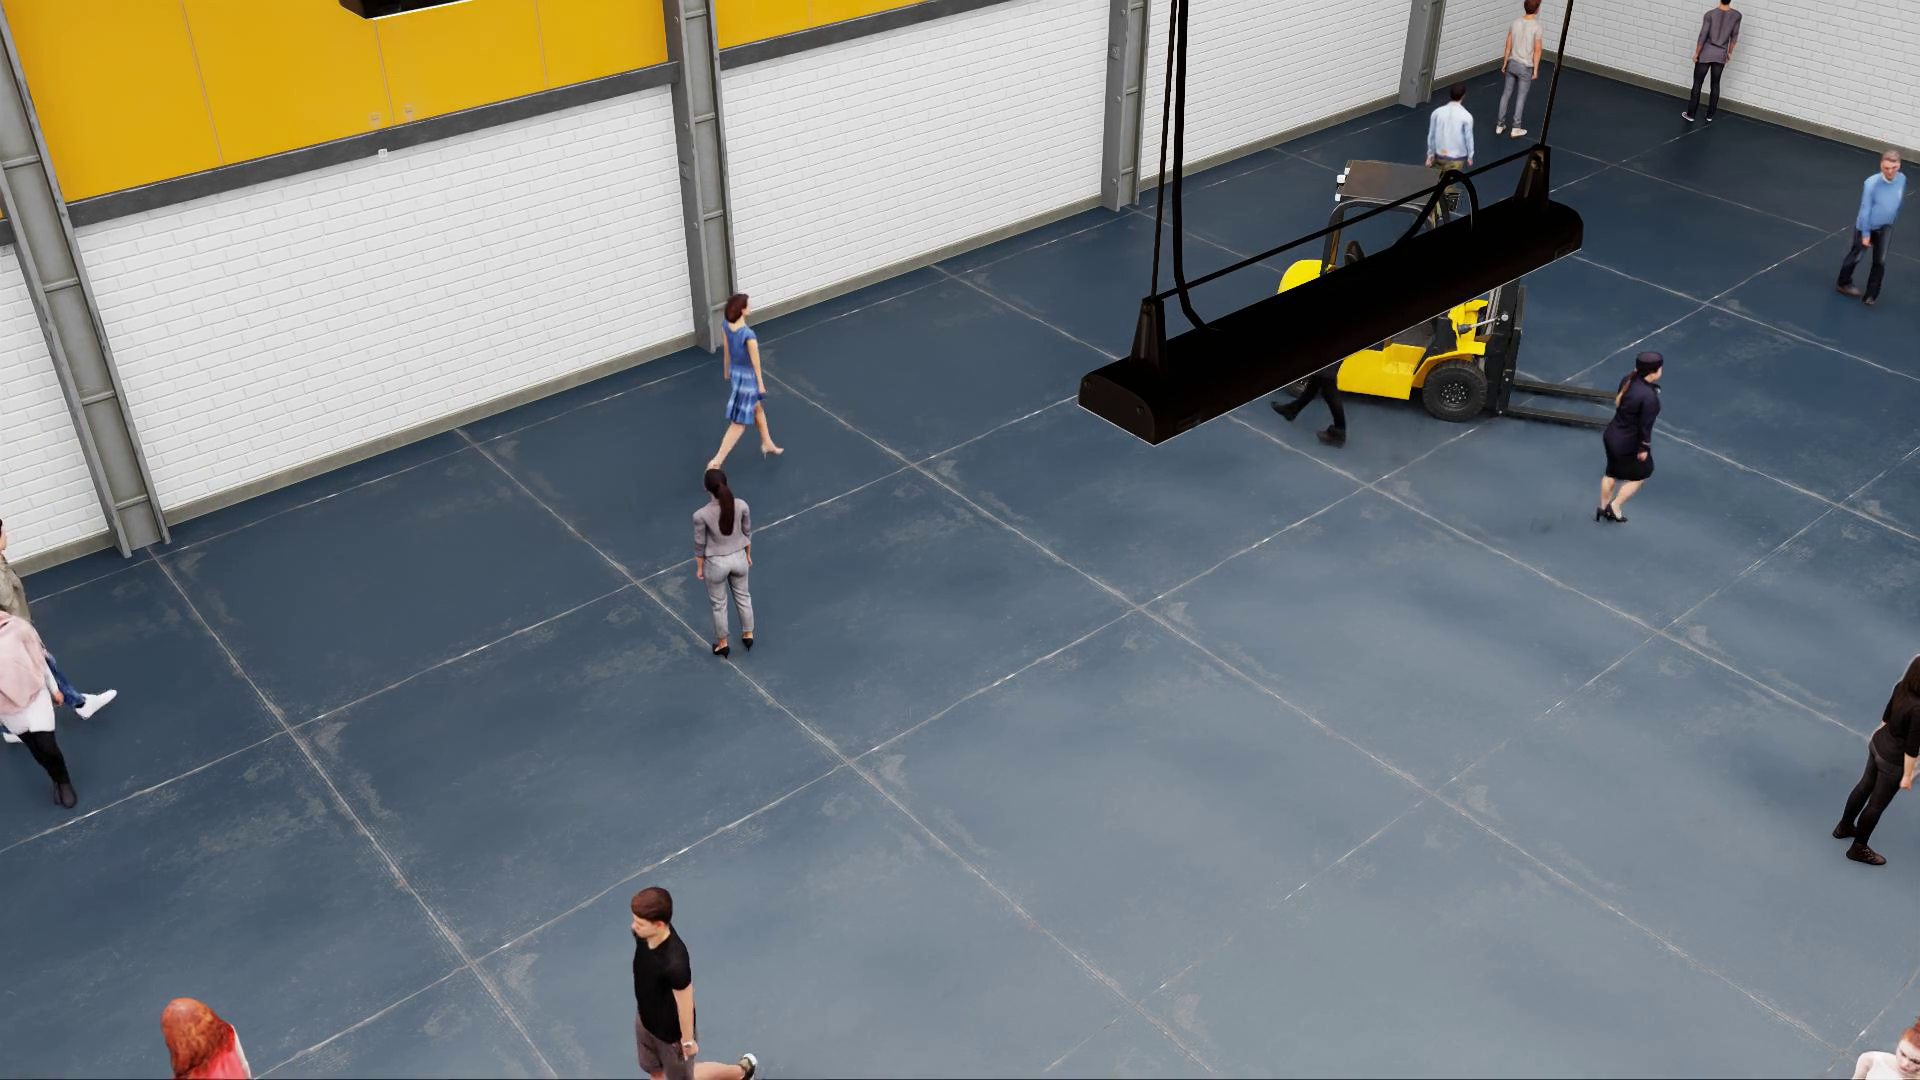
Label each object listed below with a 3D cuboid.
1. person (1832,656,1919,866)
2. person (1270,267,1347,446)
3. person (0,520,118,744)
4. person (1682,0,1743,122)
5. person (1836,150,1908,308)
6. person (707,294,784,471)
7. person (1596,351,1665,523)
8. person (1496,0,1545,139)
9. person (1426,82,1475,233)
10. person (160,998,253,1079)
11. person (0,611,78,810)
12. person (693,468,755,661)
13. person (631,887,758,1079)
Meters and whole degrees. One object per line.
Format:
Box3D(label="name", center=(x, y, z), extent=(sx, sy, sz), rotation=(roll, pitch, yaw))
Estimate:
Box3D(label="person", center=(6.159, 1.424, 11.009), extent=(0.703, 1.642, 0.646), rotation=(2, 34, 3))
Box3D(label="person", center=(3.521, -1.675, 15.592), extent=(0.857, 1.730, 1.080), rotation=(23, 40, 30))
Box3D(label="person", center=(-6.888, 0.722, 11.900), extent=(1.066, 1.826, 0.810), rotation=(-20, 38, -27))
Box3D(label="person", center=(10.484, -6.766, 23.140), extent=(0.735, 1.853, 0.792), rotation=(3, 34, 5))
Box3D(label="person", center=(10.033, -3.476, 18.277), extent=(1.083, 1.757, 1.111), rotation=(-6, 34, -9))
Box3D(label="person", center=(-2.018, -1.353, 15.072), extent=(1.119, 1.771, 0.616), rotation=(-24, 41, -32))
Box3D(label="person", center=(5.726, -0.855, 14.416), extent=(0.852, 1.667, 0.838), rotation=(-5, 34, -7))
Box3D(label="person", center=(7.623, -6.455, 22.634), extent=(0.688, 1.895, 0.575), rotation=(27, 42, 34))
Box3D(label="person", center=(5.816, -4.517, 19.822), extent=(0.740, 1.780, 1.060), rotation=(28, 43, 35))
Box3D(label="person", center=(-3.720, 2.986, 8.492), extent=(0.728, 1.827, 0.629), rotation=(9, 35, 13))
Box3D(label="person", center=(-6.455, 1.054, 11.434), extent=(0.690, 1.789, 0.792), rotation=(-13, 36, -18))
Box3D(label="person", center=(-1.810, 0.189, 12.833), extent=(0.590, 1.680, 0.726), rotation=(-16, 37, -23))
Box3D(label="person", center=(-1.526, 2.575, 9.095), extent=(1.036, 1.844, 0.712), rotation=(-21, 39, -29))
